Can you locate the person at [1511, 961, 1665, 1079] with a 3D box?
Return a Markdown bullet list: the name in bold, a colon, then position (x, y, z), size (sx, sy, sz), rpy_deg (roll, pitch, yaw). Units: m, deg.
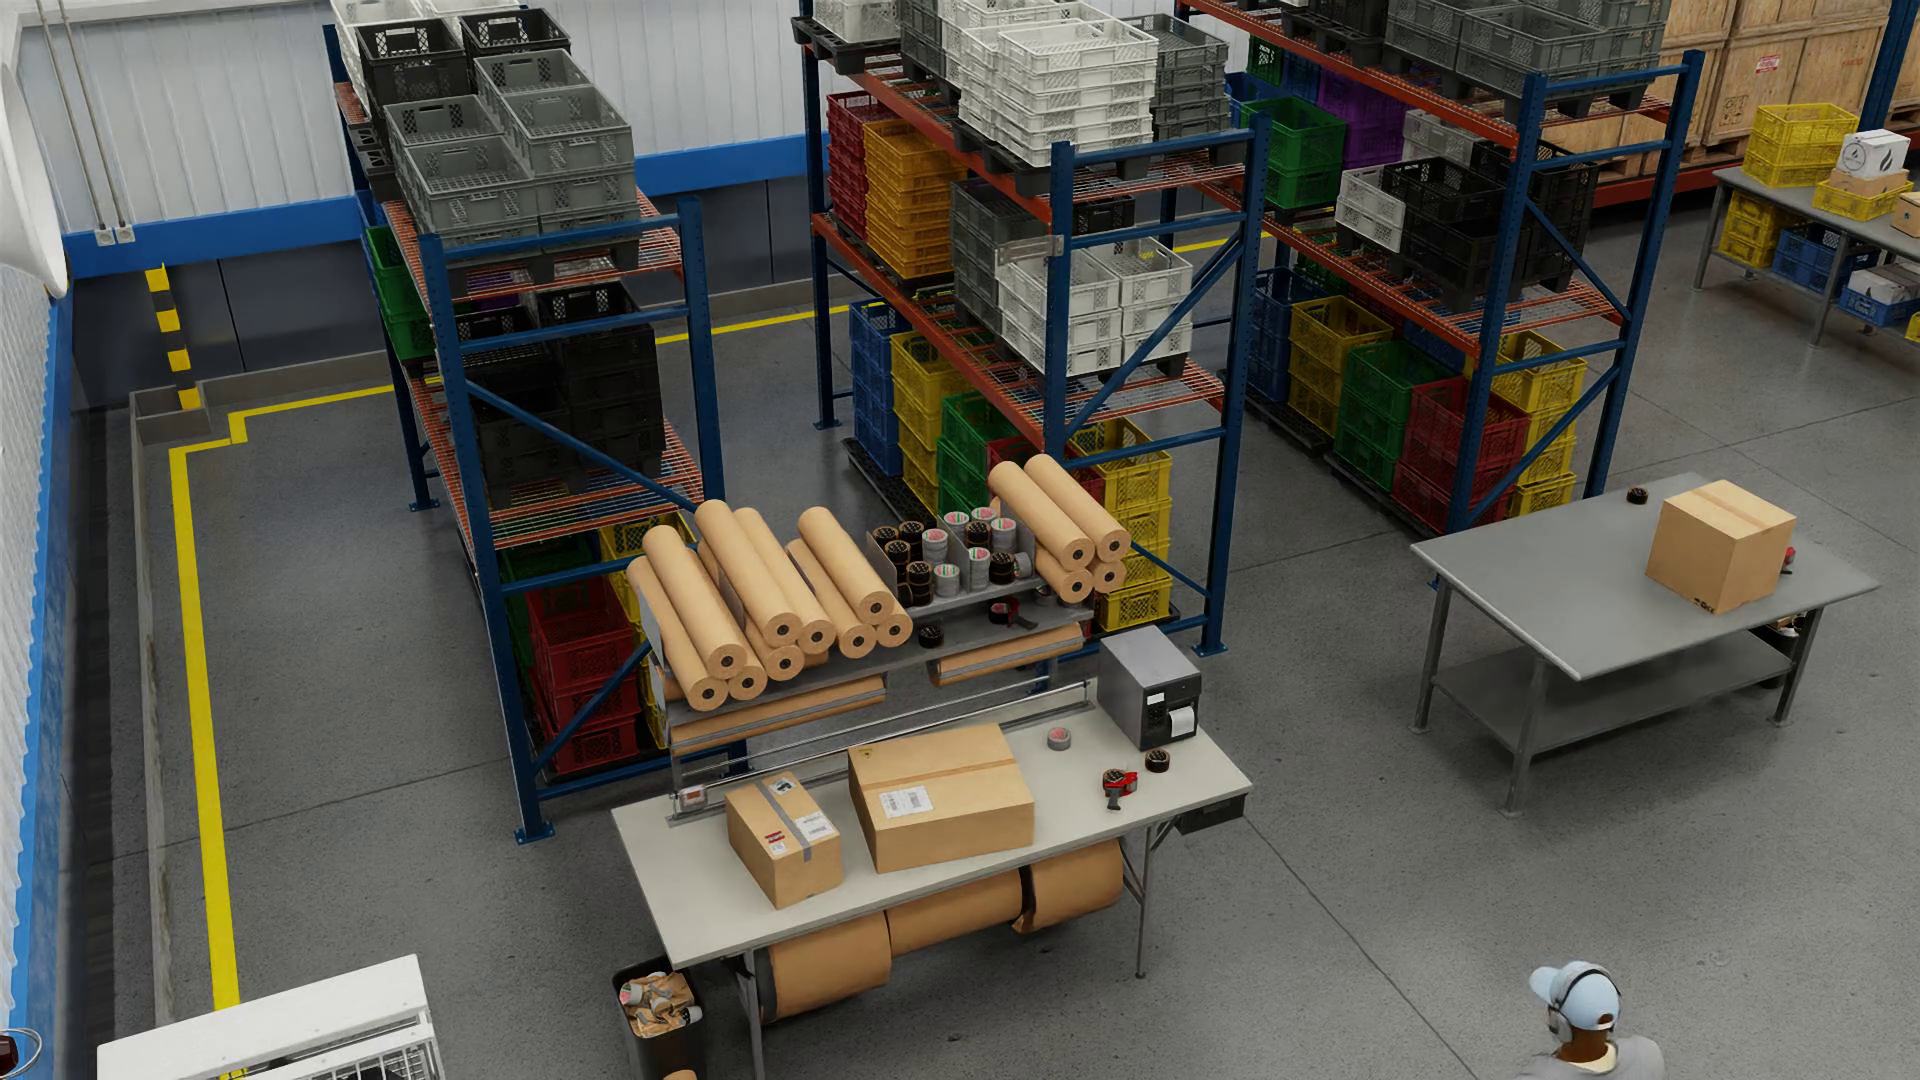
- **person**: position (1.805, 2.012, 5.198), size (0.587, 1.848, 0.396), rpy_deg (-13, 34, -20)
